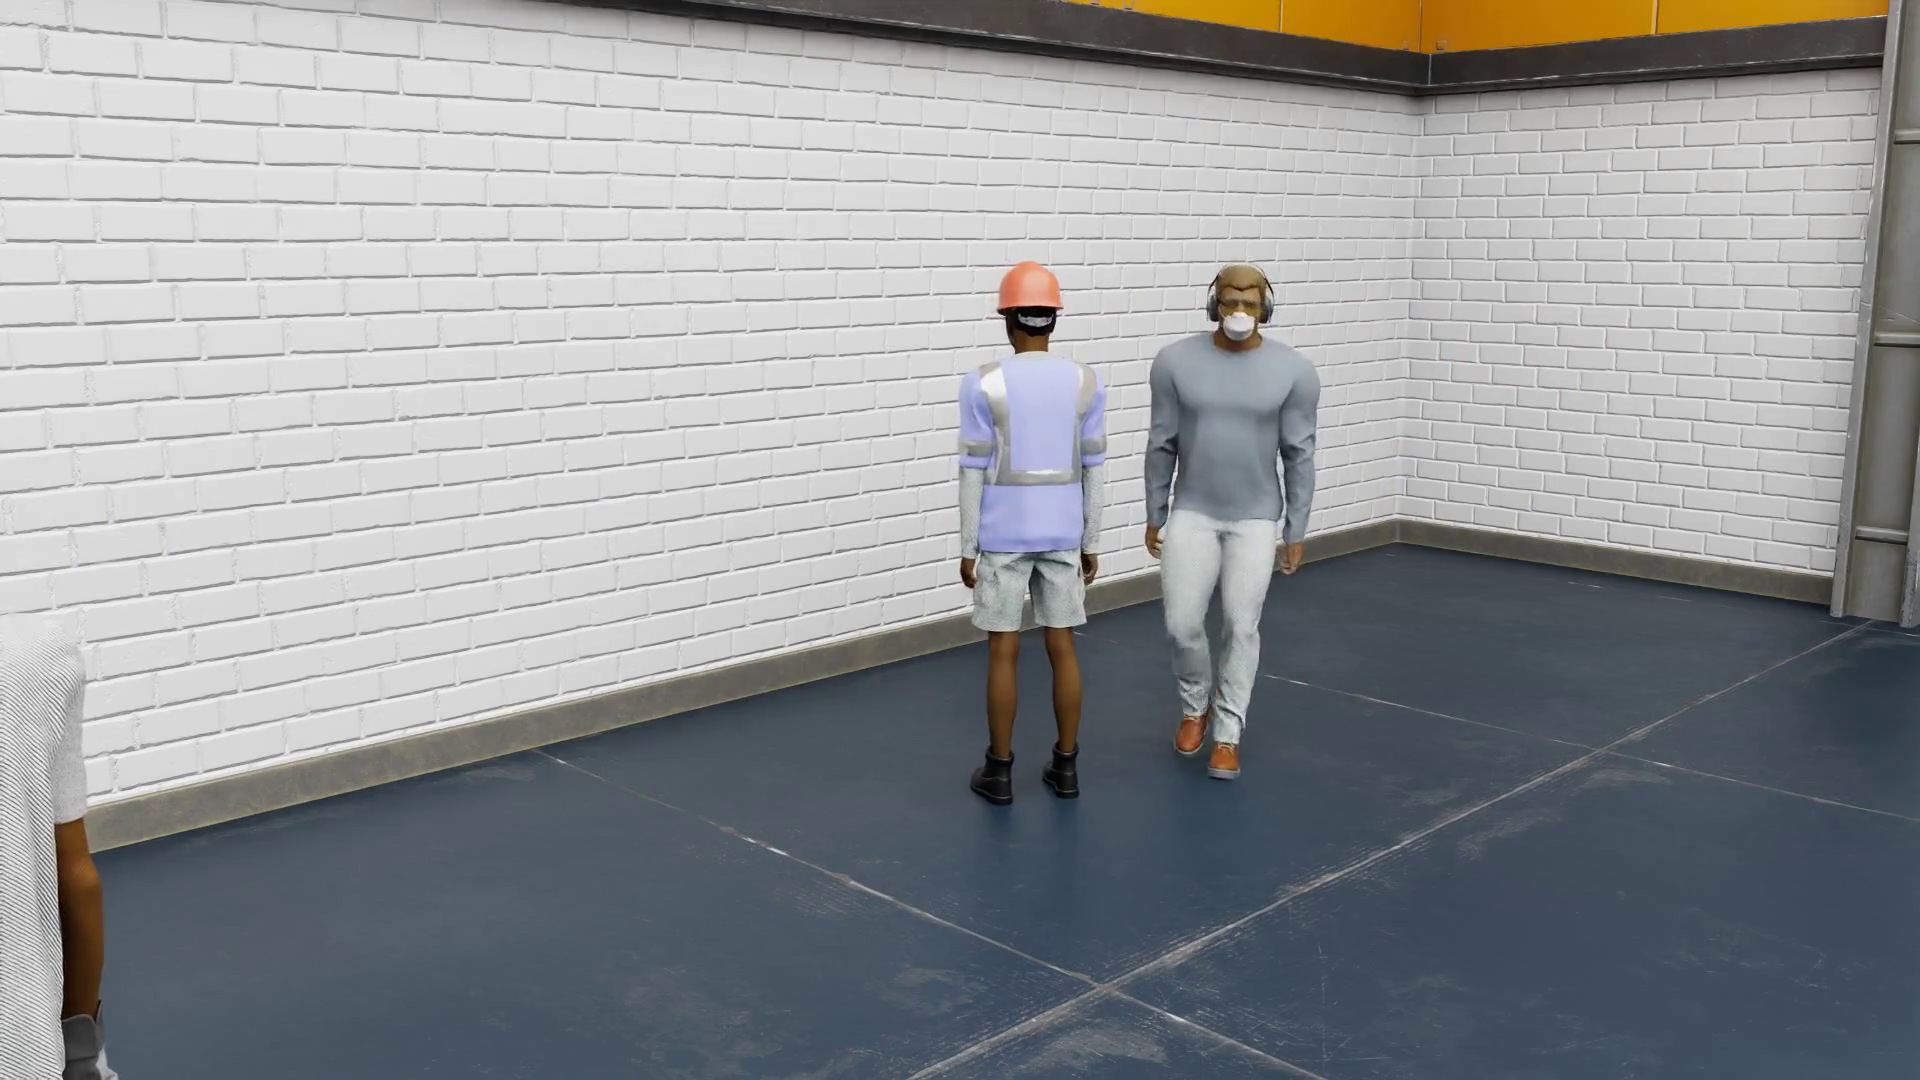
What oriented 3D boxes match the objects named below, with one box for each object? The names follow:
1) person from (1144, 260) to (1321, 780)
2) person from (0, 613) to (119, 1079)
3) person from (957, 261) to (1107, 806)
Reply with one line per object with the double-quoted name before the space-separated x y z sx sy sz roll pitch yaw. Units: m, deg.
"person" 0.990 -0.060 6.163 0.640 1.928 0.430 2 11 12
"person" -1.287 0.722 2.068 0.327 1.874 0.519 4 11 21
"person" 0.244 -0.018 5.953 0.540 1.931 0.382 -3 11 -16
